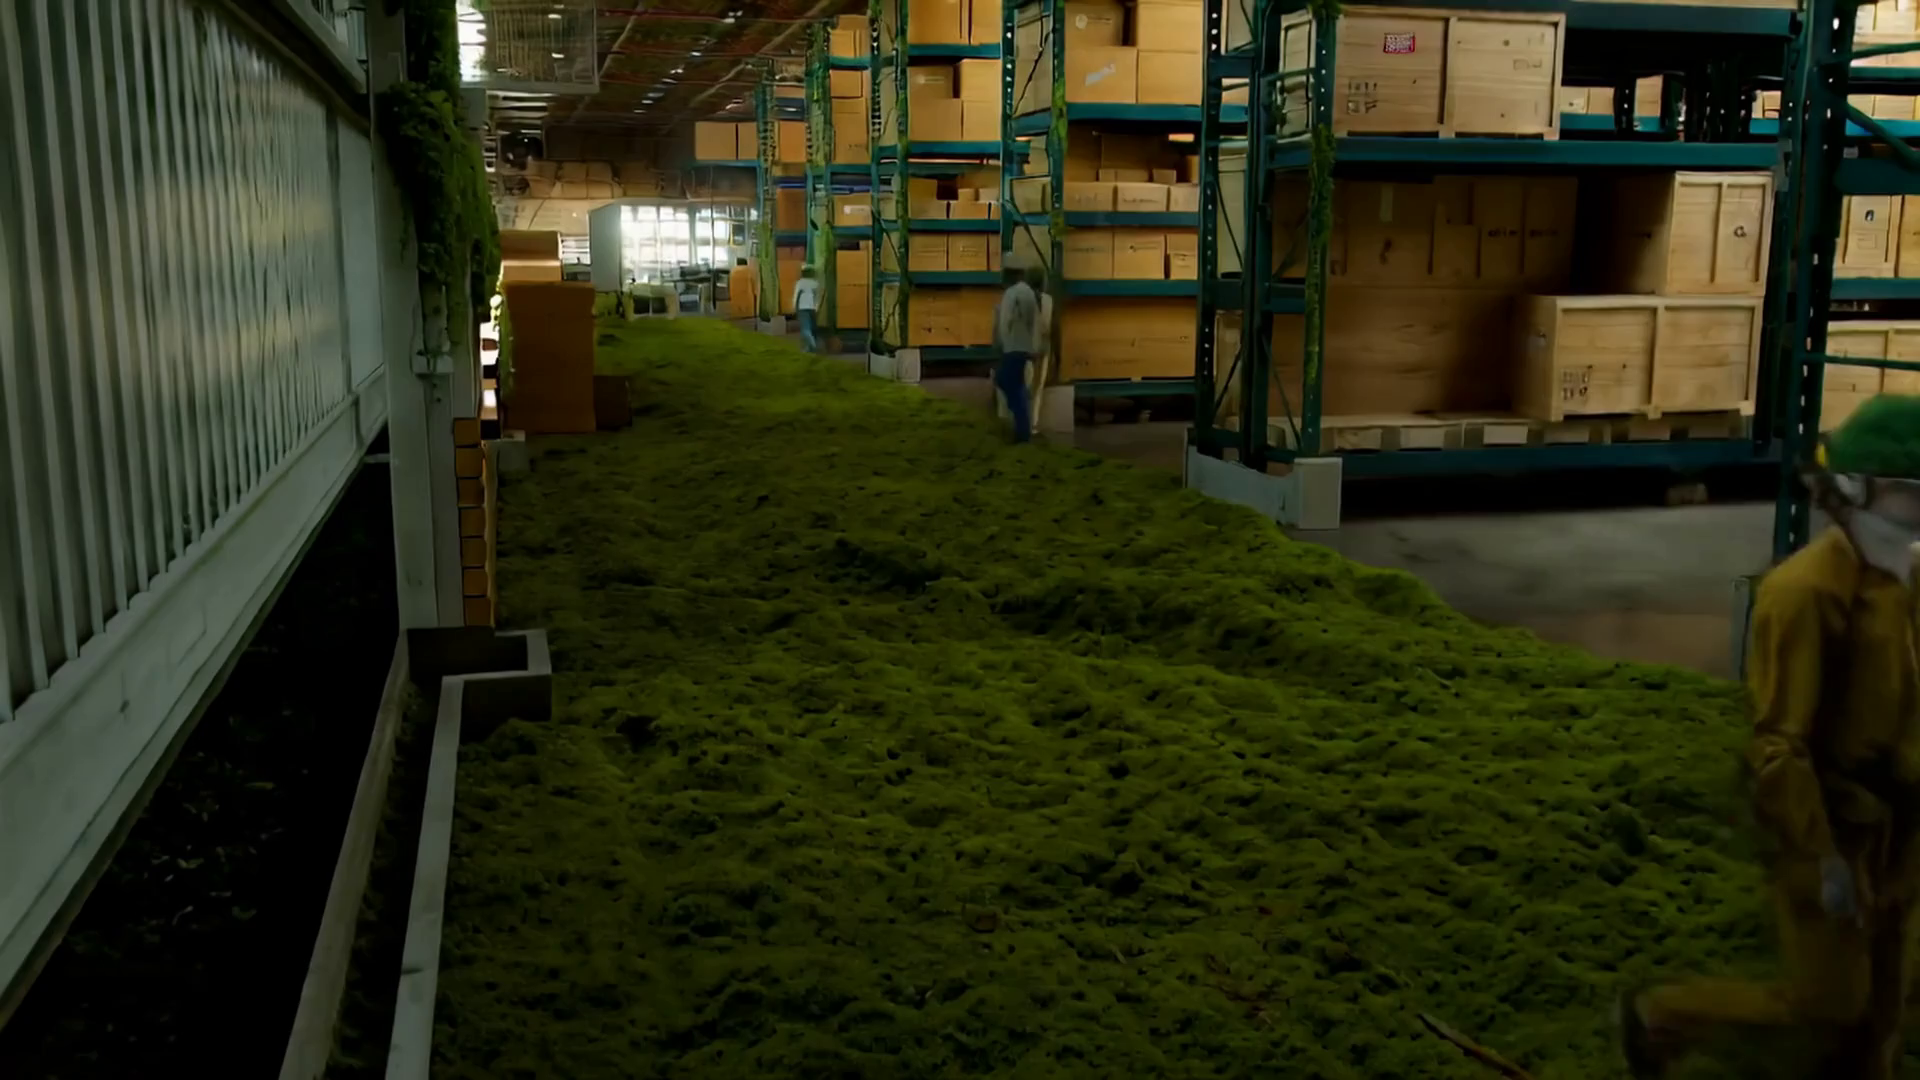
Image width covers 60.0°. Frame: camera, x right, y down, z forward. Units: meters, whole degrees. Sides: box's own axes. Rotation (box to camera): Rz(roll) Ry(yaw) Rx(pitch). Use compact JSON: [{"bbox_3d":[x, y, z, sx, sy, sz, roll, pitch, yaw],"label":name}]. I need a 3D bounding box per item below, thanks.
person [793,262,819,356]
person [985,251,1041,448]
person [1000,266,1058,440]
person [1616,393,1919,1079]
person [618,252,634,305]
[{"bbox_3d":[-2.799,-4.255,30.735,0.538,1.736,0.642,-7,12,-36],"label":"person"},{"bbox_3d":[0.514,-1.902,16.722,0.553,1.969,0.620,-4,11,-23],"label":"person"},{"bbox_3d":[0.730,-1.951,17.413,0.622,1.820,0.448,-7,12,-34],"label":"person"},{"bbox_3d":[1.832,0.539,3.586,0.571,1.733,0.640,-7,12,-34],"label":"person"},{"bbox_3d":[-11.536,-9.038,57.505,0.565,1.836,0.402,-7,12,-33],"label":"person"}]
